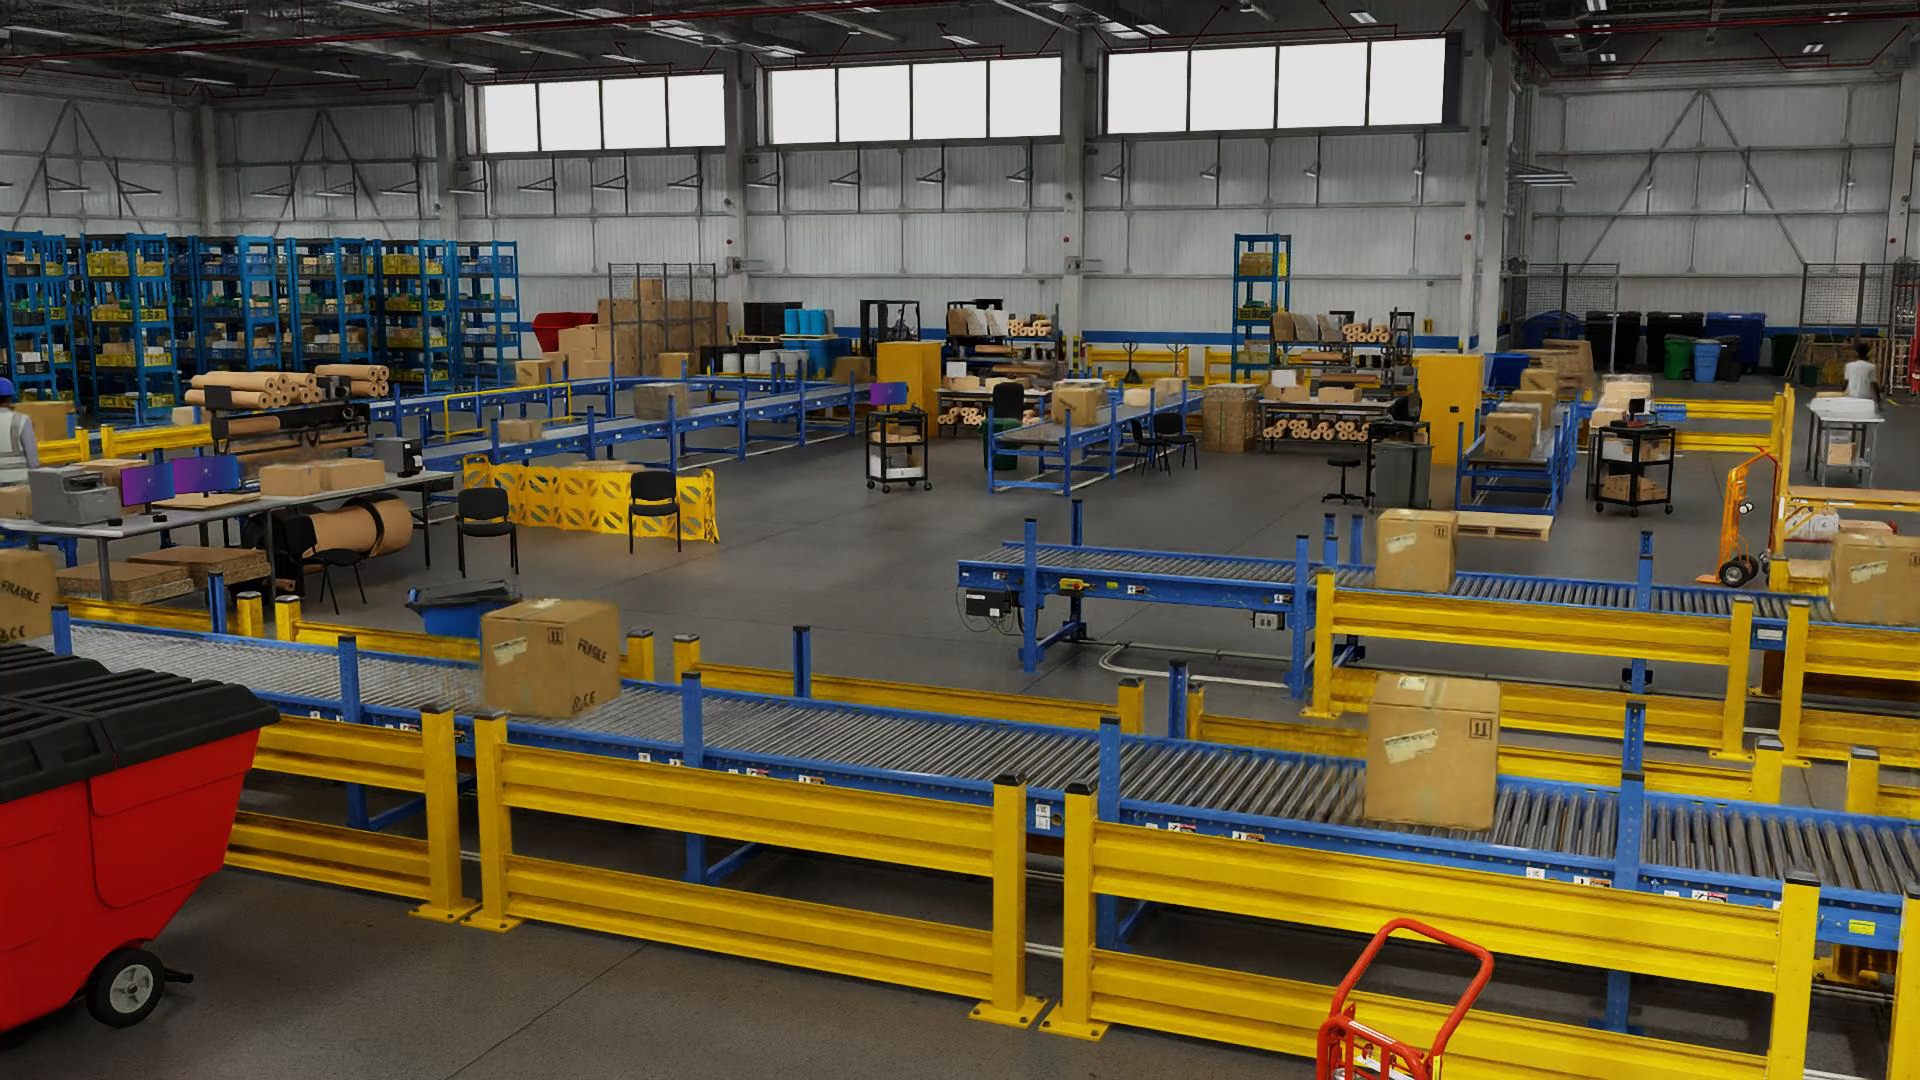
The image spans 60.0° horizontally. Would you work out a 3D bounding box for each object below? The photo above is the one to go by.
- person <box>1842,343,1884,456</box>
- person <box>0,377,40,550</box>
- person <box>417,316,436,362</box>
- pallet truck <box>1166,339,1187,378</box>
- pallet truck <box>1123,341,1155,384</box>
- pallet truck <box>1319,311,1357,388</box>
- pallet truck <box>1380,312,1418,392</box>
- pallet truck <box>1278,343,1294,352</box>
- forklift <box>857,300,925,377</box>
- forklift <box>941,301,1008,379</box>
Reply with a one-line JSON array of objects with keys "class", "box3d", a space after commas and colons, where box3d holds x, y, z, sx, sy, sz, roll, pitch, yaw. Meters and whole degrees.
[{"class": "person", "box3d": [14.143, -2.158, 26.026, 0.954, 1.823, 0.531, -5, 10, -26]}, {"class": "person", "box3d": [-9.342, -0.620, 16.320, 0.605, 1.948, 0.386, -1, 9, -8]}, {"class": "person", "box3d": [-14.718, -5.489, 45.867, 0.623, 1.947, 1.041, -8, 12, -40]}, {"class": "pallet truck", "box3d": [5.418, -4.269, 40.420, 0.704, 1.261, 1.522, 3, 10, 20]}, {"class": "pallet truck", "box3d": [4.445, -4.380, 41.279, 0.680, 1.201, 1.601, 4, 10, 22]}, {"class": "pallet truck", "box3d": [9.071, -4.419, 39.190, 0.823, 1.965, 1.885, 5, 10, 26]}, {"class": "pallet truck", "box3d": [10.207, -4.283, 38.369, 0.823, 1.965, 1.885, 3, 10, 20]}, {"class": "pallet truck", "box3d": [7.886, -4.163, 39.743, 0.653, 1.274, 1.630, 4, 10, 22]}, {"class": "forklift", "box3d": [-1.732, -5.109, 42.468, 1.157, 1.987, 2.680, 4, 10, 22]}, {"class": "forklift", "box3d": [0.365, -4.966, 41.571, 1.157, 1.987, 2.680, 3, 10, 20]}]
